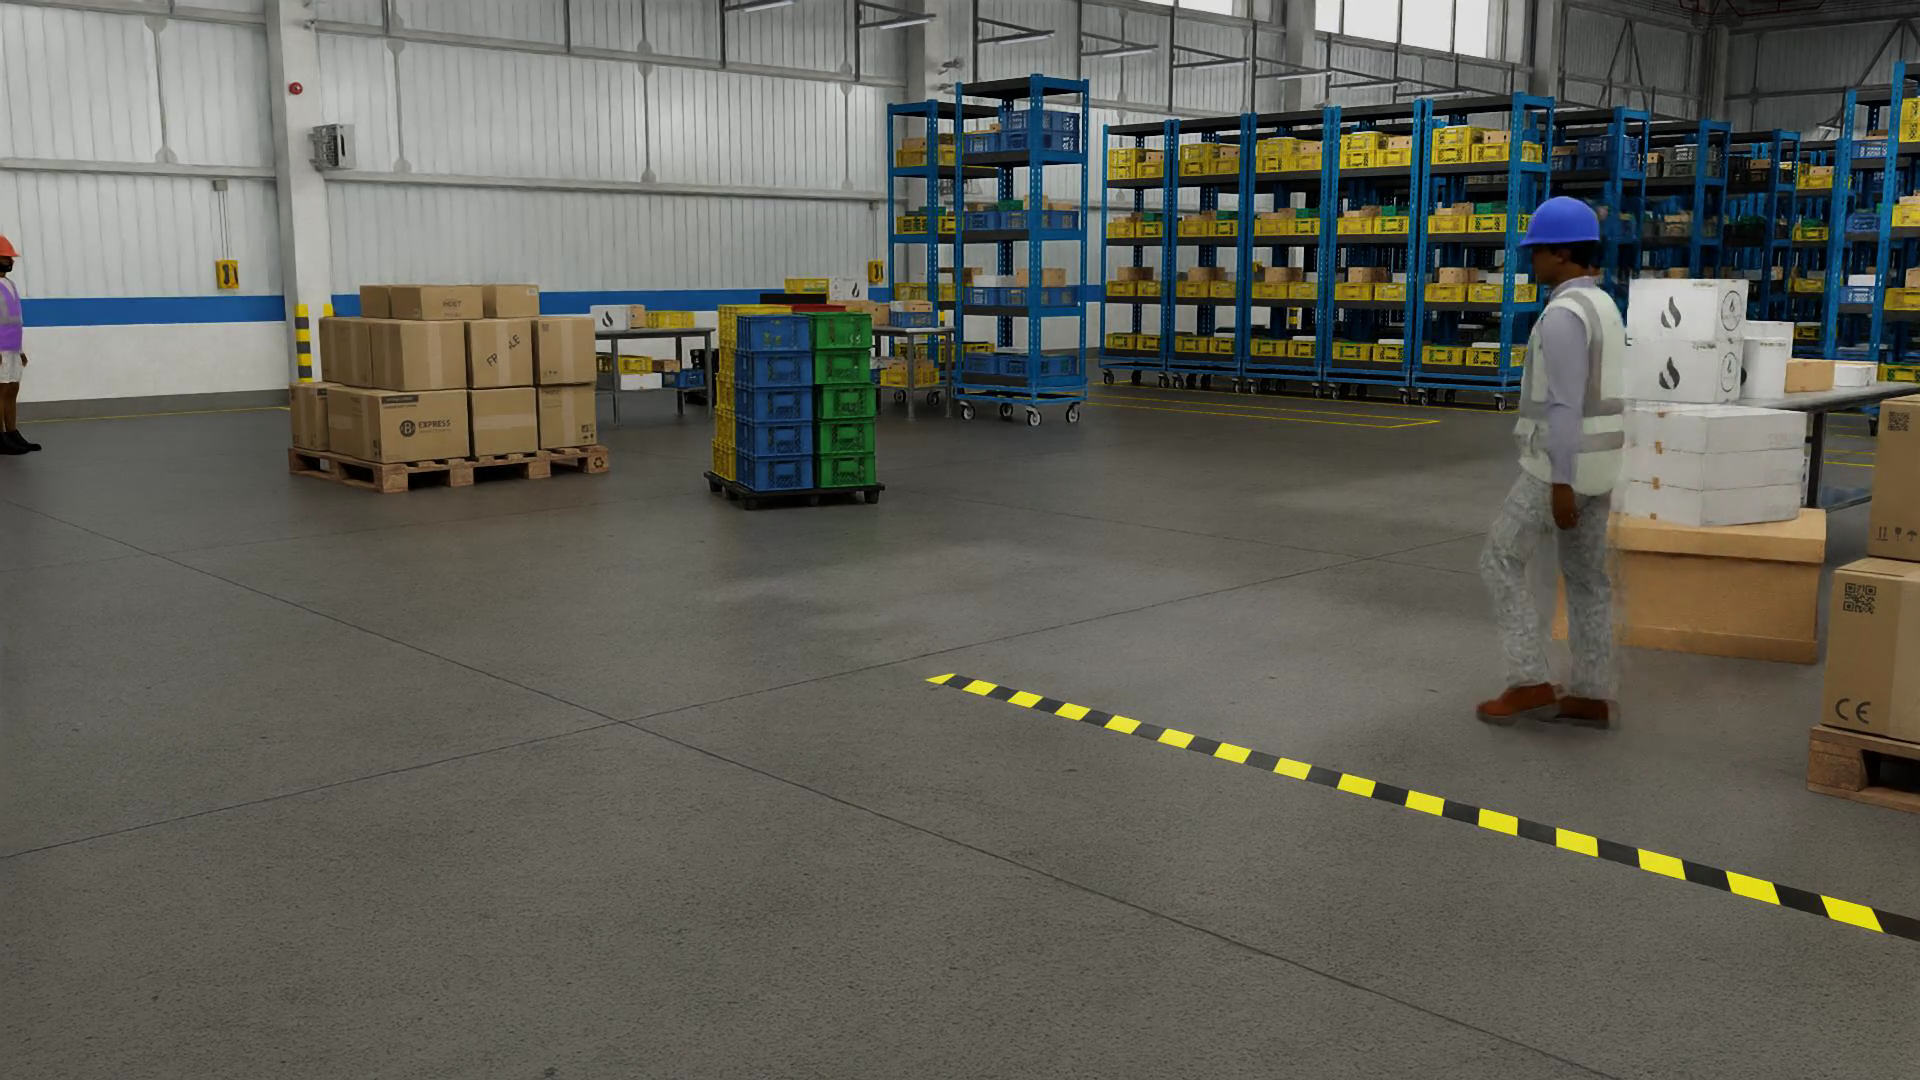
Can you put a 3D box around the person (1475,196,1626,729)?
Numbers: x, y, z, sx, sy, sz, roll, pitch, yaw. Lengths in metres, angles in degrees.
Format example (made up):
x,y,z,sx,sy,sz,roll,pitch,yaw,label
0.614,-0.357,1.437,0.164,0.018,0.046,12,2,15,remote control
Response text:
x,y,z,sx,sy,sz,roll,pitch,yaw,label
2.152,-0.264,6.052,0.587,1.927,0.607,8,12,39,person

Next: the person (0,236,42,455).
x,y,z,sx,sy,sz,roll,pitch,yaw,label
-8.505,-1.729,14.837,0.355,1.938,0.545,-1,9,-6,person
